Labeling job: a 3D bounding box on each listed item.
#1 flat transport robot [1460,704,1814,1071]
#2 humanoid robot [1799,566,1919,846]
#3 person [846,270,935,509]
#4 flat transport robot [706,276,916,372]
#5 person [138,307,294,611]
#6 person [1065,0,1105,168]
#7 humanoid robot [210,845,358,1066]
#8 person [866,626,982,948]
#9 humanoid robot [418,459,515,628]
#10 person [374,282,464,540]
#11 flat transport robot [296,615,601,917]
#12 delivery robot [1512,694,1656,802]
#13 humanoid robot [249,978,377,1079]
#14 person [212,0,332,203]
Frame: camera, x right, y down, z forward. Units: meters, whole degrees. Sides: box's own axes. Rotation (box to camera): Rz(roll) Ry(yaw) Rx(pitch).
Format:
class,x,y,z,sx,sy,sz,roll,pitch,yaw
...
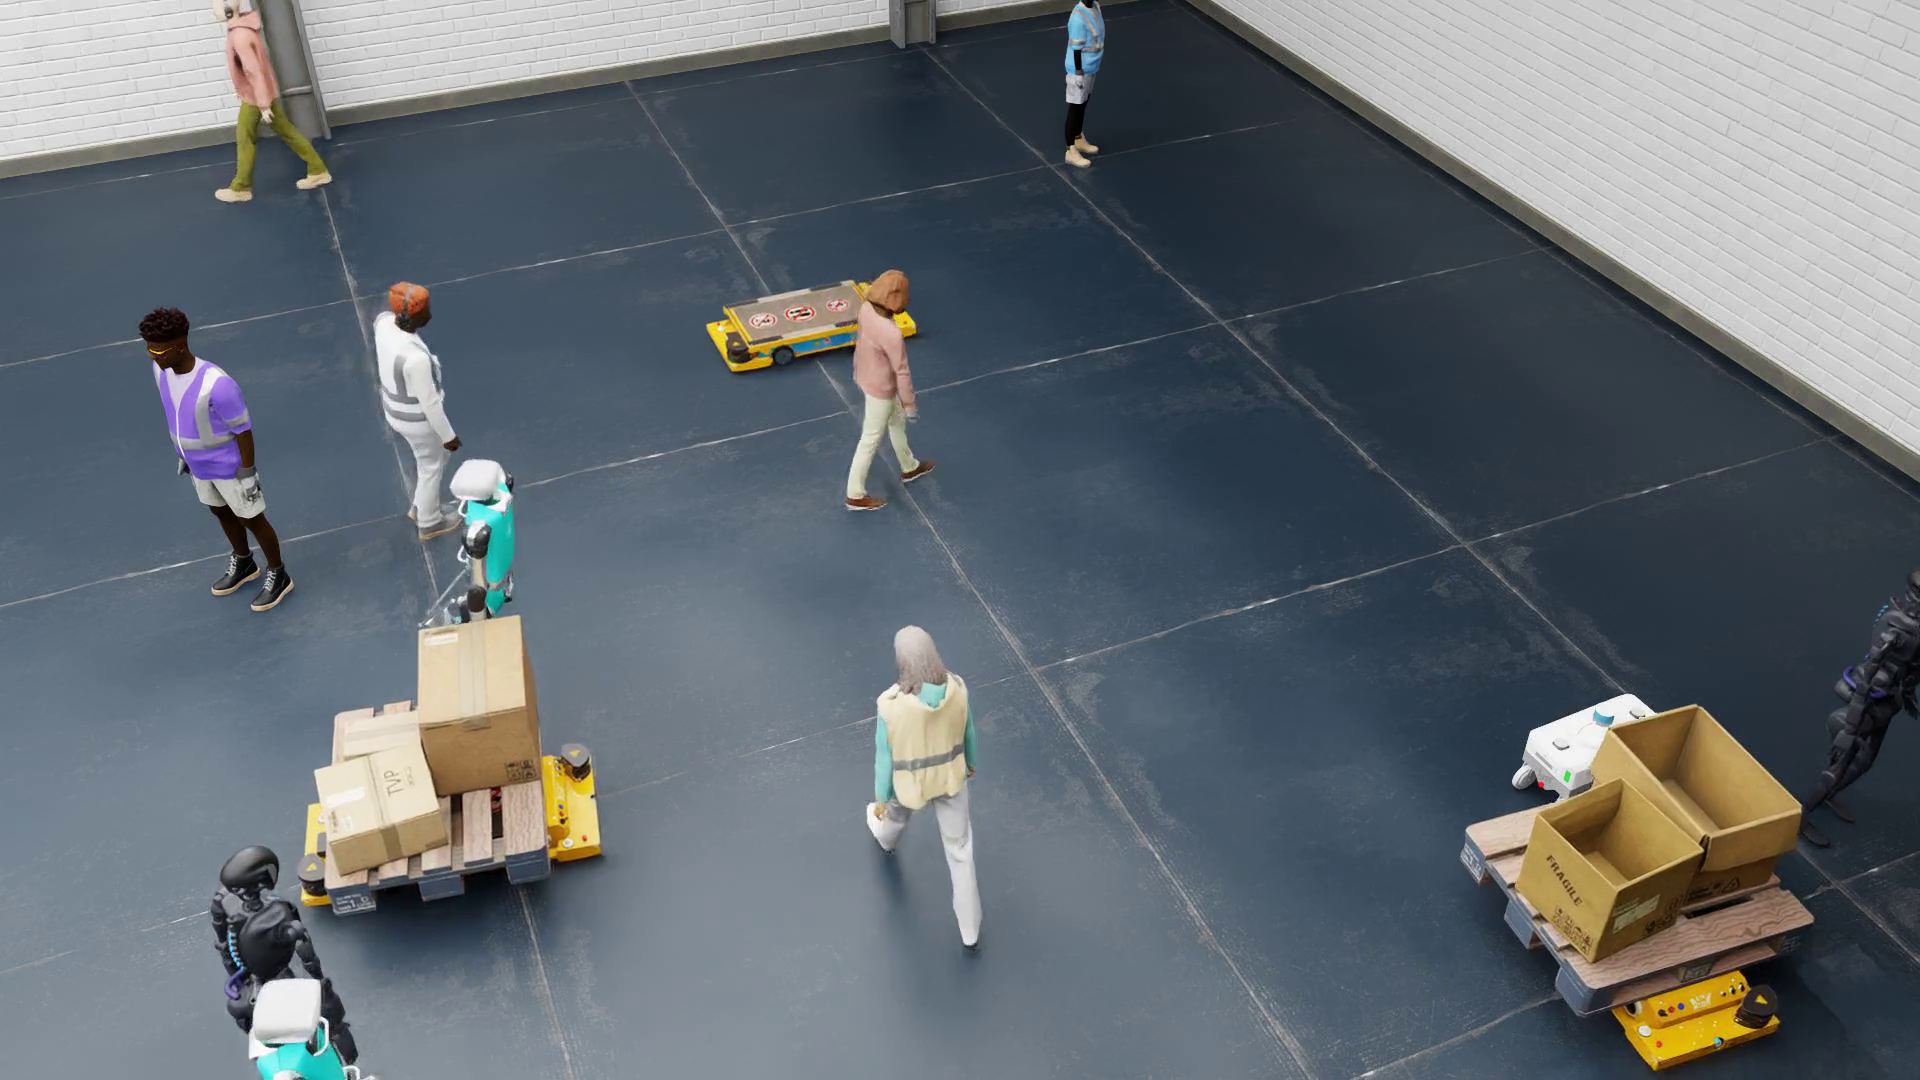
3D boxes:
class,x,y,z,sx,sy,sz,roll,pitch,yaw
flat transport robot,3.154,1.811,7.916,0.659,0.231,1.431,-12,39,-15
humanoid robot,4.450,0.801,8.075,0.590,1.658,0.327,-23,43,-27
person,-0.433,-0.957,10.425,0.787,1.593,0.602,-16,40,-19
flat transport robot,-1.109,-1.612,12.372,1.431,0.231,0.659,-14,40,-18
person,-4.247,-0.458,9.478,0.612,1.963,0.362,19,41,23
person,1.081,-4.107,14.447,0.319,1.696,0.531,12,39,15
humanoid robot,-2.704,1.852,6.716,0.639,1.633,0.528,16,40,20
person,-0.184,1.070,7.744,0.518,1.648,0.978,-11,39,-14
humanoid robot,-2.616,0.316,8.657,0.818,1.785,0.602,2,38,3
person,-3.204,-0.751,9.944,0.434,1.855,0.657,-25,44,-29
flat transport robot,-2.571,1.430,8.412,1.431,0.231,0.659,-9,38,-11
delivery robot,3.296,1.092,8.625,0.794,0.603,0.499,-17,41,-20
humanoid robot,-2.100,2.214,6.190,0.706,1.793,0.530,-11,39,-14
person,-5.886,-3.718,13.867,0.957,1.788,0.547,-10,39,-13
